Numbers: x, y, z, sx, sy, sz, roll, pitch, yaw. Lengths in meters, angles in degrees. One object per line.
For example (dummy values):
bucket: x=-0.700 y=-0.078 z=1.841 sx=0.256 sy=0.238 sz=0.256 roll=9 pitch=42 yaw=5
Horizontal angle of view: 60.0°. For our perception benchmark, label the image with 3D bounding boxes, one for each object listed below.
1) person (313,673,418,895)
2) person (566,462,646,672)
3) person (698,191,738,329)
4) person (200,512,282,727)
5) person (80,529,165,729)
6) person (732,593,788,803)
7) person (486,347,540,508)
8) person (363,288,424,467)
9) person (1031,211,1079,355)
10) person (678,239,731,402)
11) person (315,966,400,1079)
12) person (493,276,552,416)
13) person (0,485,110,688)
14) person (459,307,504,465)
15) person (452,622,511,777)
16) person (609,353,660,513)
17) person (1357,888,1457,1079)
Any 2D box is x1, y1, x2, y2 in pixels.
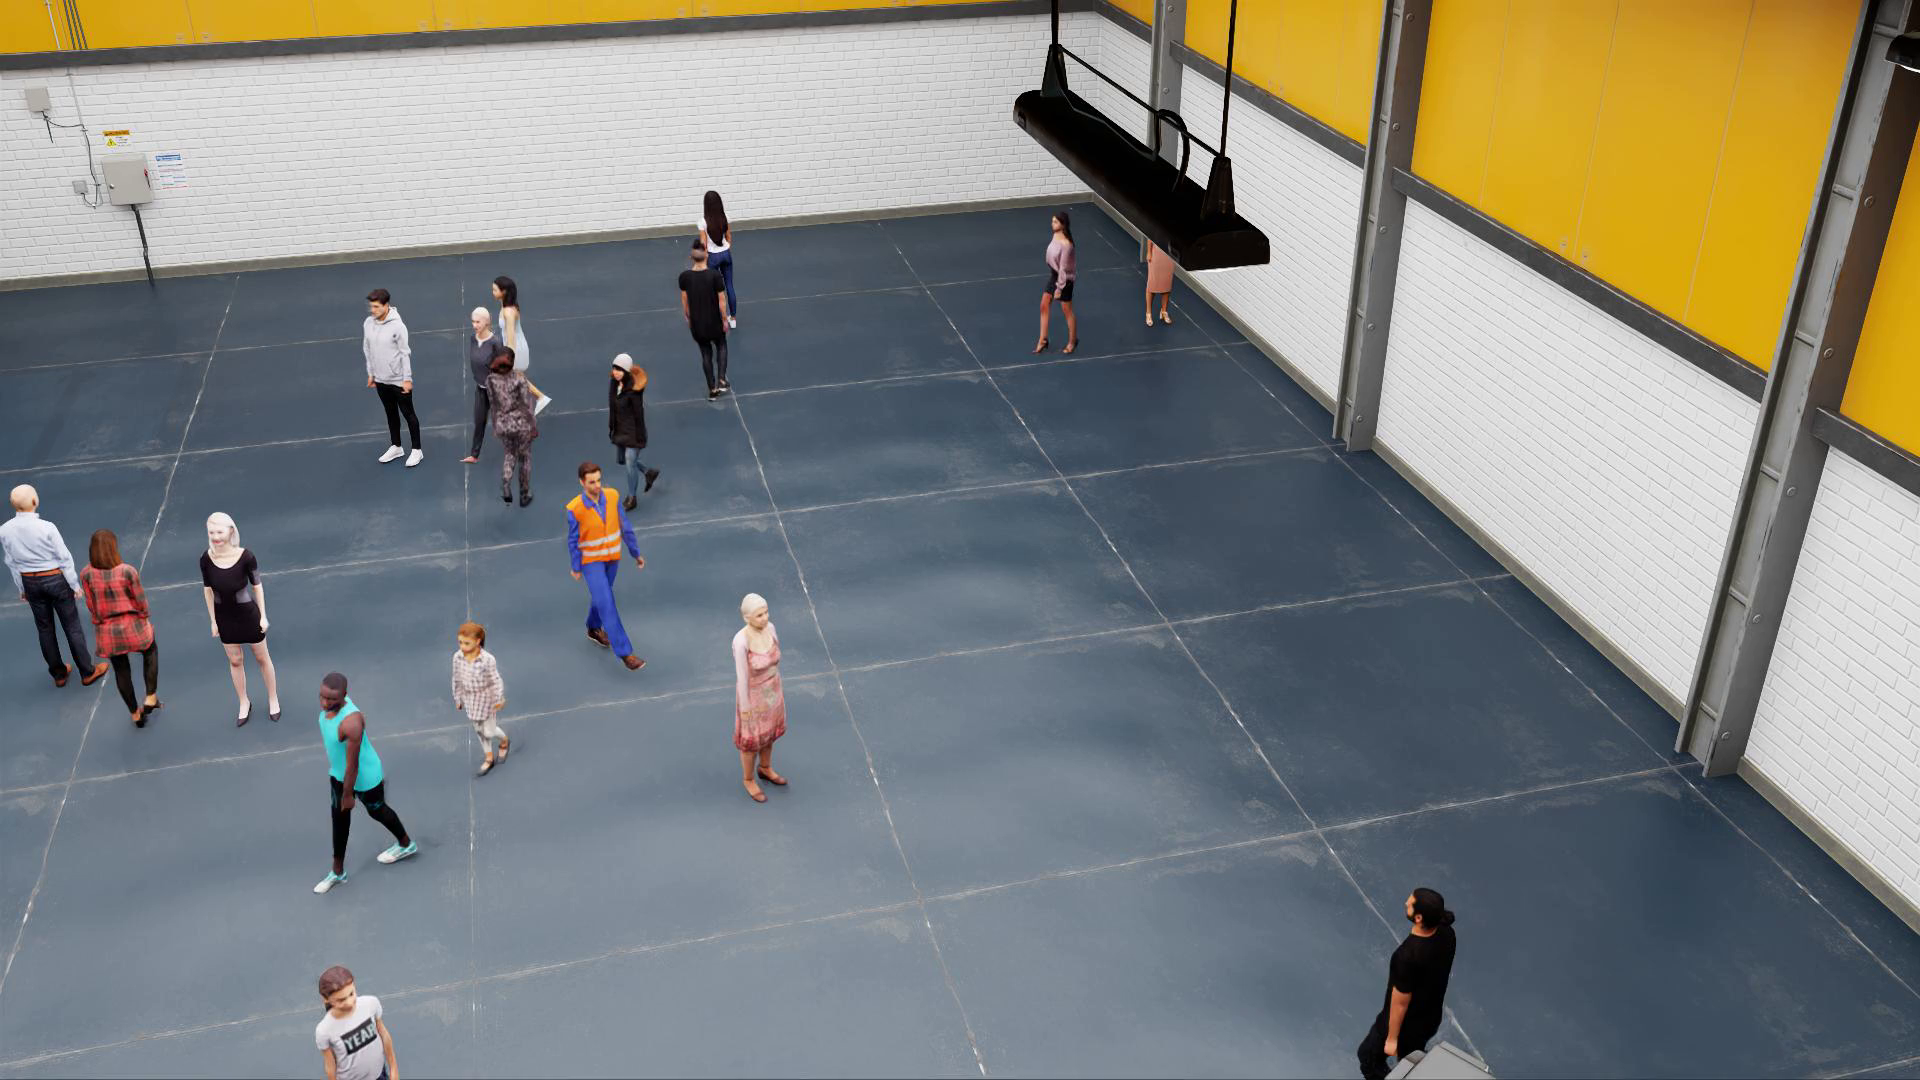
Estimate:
person: x=-4.068 y=1.569 z=11.386 sx=1.065 sy=1.763 sz=1.088 roll=-20 pitch=34 yaw=-32
person: x=-3.046 y=0.160 z=13.914 sx=1.281 sy=1.814 sz=1.099 roll=23 pitch=36 yaw=36
person: x=-2.983 y=-3.455 z=20.584 sx=0.658 sy=1.775 sz=0.637 roll=-19 pitch=34 yaw=-31
person: x=-5.662 y=0.615 z=13.065 sx=0.582 sy=1.830 sz=0.502 roll=-6 pitch=29 yaw=-11
person: x=-6.557 y=0.739 z=12.985 sx=0.629 sy=1.689 sz=0.630 roll=-7 pitch=29 yaw=-12
person: x=-1.489 y=1.134 z=12.259 sx=0.751 sy=1.690 sz=0.700 roll=18 pitch=33 yaw=29
person: x=-4.394 y=-1.062 z=16.269 sx=0.732 sy=1.705 sz=0.830 roll=5 pitch=29 yaw=9
person: x=-5.875 y=-1.712 z=17.224 sx=0.778 sy=1.931 sz=0.794 roll=9 pitch=30 yaw=16
person: x=1.297 y=-3.044 z=19.818 sx=0.766 sy=1.786 sz=0.791 roll=-11 pitch=31 yaw=-19
person: x=-2.870 y=-2.436 z=18.639 sx=0.807 sy=1.847 sz=0.798 roll=3 pitch=29 yaw=6
person: x=-3.327 y=2.921 z=9.140 sx=0.990 sy=1.540 sz=0.837 roll=24 pitch=37 yaw=36
person: x=-4.737 y=-2.046 z=18.064 sx=0.688 sy=1.715 sz=0.683 roll=-10 pitch=30 yaw=-18
person: x=-7.427 y=0.378 z=13.542 sx=0.682 sy=1.789 sz=0.606 roll=-2 pitch=29 yaw=-4
person: x=-4.811 y=-1.640 z=17.342 sx=1.031 sy=1.693 sz=1.120 roll=14 pitch=32 yaw=24
person: x=-3.603 y=1.155 z=12.621 sx=0.662 sy=1.306 sz=0.715 roll=10 pitch=30 yaw=18
person: x=-3.228 y=-1.098 z=16.415 sx=0.910 sy=1.628 sz=0.941 roll=22 pitch=35 yaw=34
person: x=2.580 y=2.708 z=9.309 sx=0.761 sy=1.752 sz=0.775 roll=-24 pitch=37 yaw=-37
